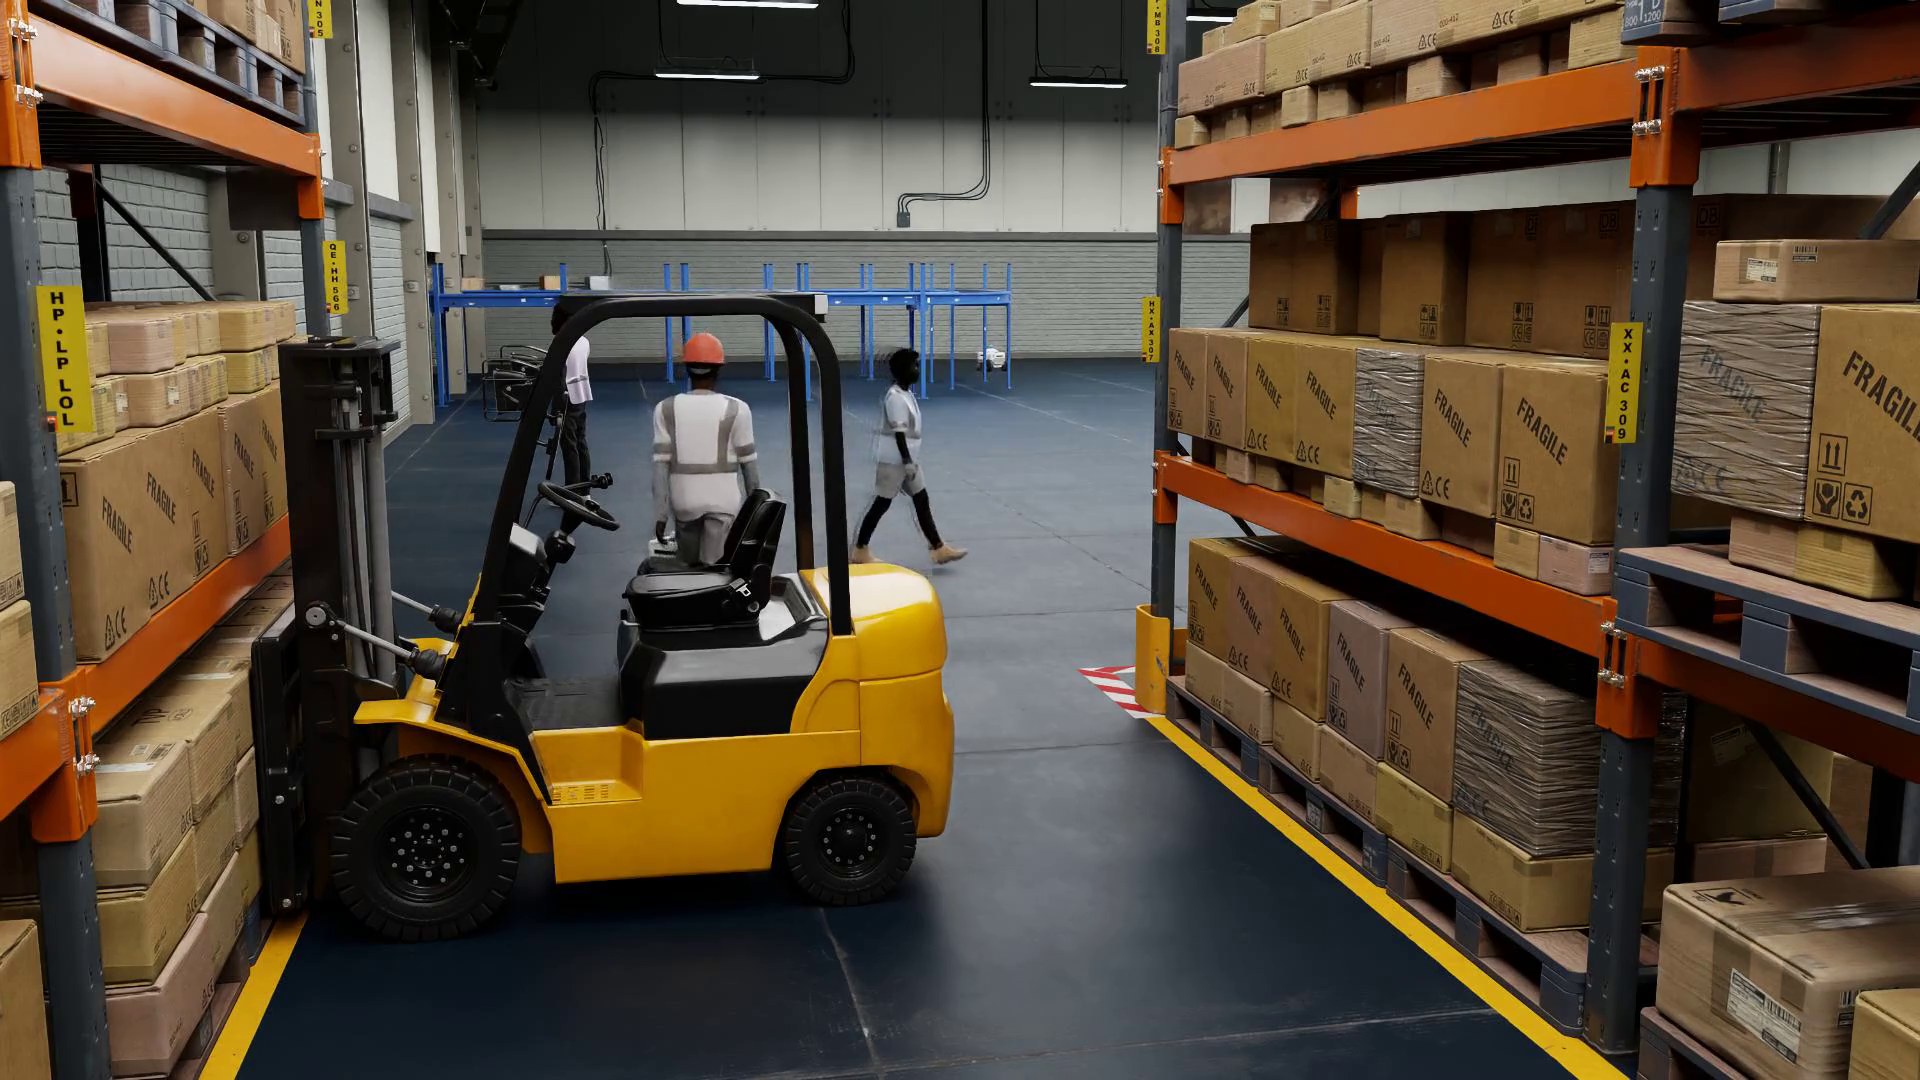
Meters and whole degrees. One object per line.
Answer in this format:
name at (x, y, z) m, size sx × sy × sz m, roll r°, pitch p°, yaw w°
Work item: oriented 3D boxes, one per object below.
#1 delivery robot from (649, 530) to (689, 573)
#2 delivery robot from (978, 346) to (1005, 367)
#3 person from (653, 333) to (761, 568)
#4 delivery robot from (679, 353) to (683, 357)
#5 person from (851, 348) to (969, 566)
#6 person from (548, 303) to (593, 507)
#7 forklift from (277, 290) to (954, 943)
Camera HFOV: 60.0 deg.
delivery robot at (-1.840, 0.063, 11.526) m, size 0.477 × 0.478 × 0.707 m, roll 4°, pitch 10°, yaw 24°
delivery robot at (0.690, -4.000, 36.288) m, size 0.477 × 0.478 × 0.707 m, roll -5°, pitch 11°, yaw -28°
person at (-1.402, -0.205, 9.293) m, size 0.563 × 1.878 × 1.022 m, roll 1°, pitch 9°, yaw 5°
delivery robot at (-5.721, -4.083, 36.006) m, size 0.698 × 0.223 × 0.335 m, roll 1°, pitch 9°, yaw 7°
person at (-0.412, -0.603, 12.406) m, size 0.887 × 1.642 × 0.549 m, roll 2°, pitch 9°, yaw 10°
person at (-3.695, -1.287, 15.756) m, size 0.392 × 1.922 × 0.592 m, roll 2°, pitch 10°, yaw 12°
forklift at (-1.179, 0.175, 6.143) m, size 2.313 × 2.155 × 1.214 m, roll -2°, pitch 10°, yaw -12°
